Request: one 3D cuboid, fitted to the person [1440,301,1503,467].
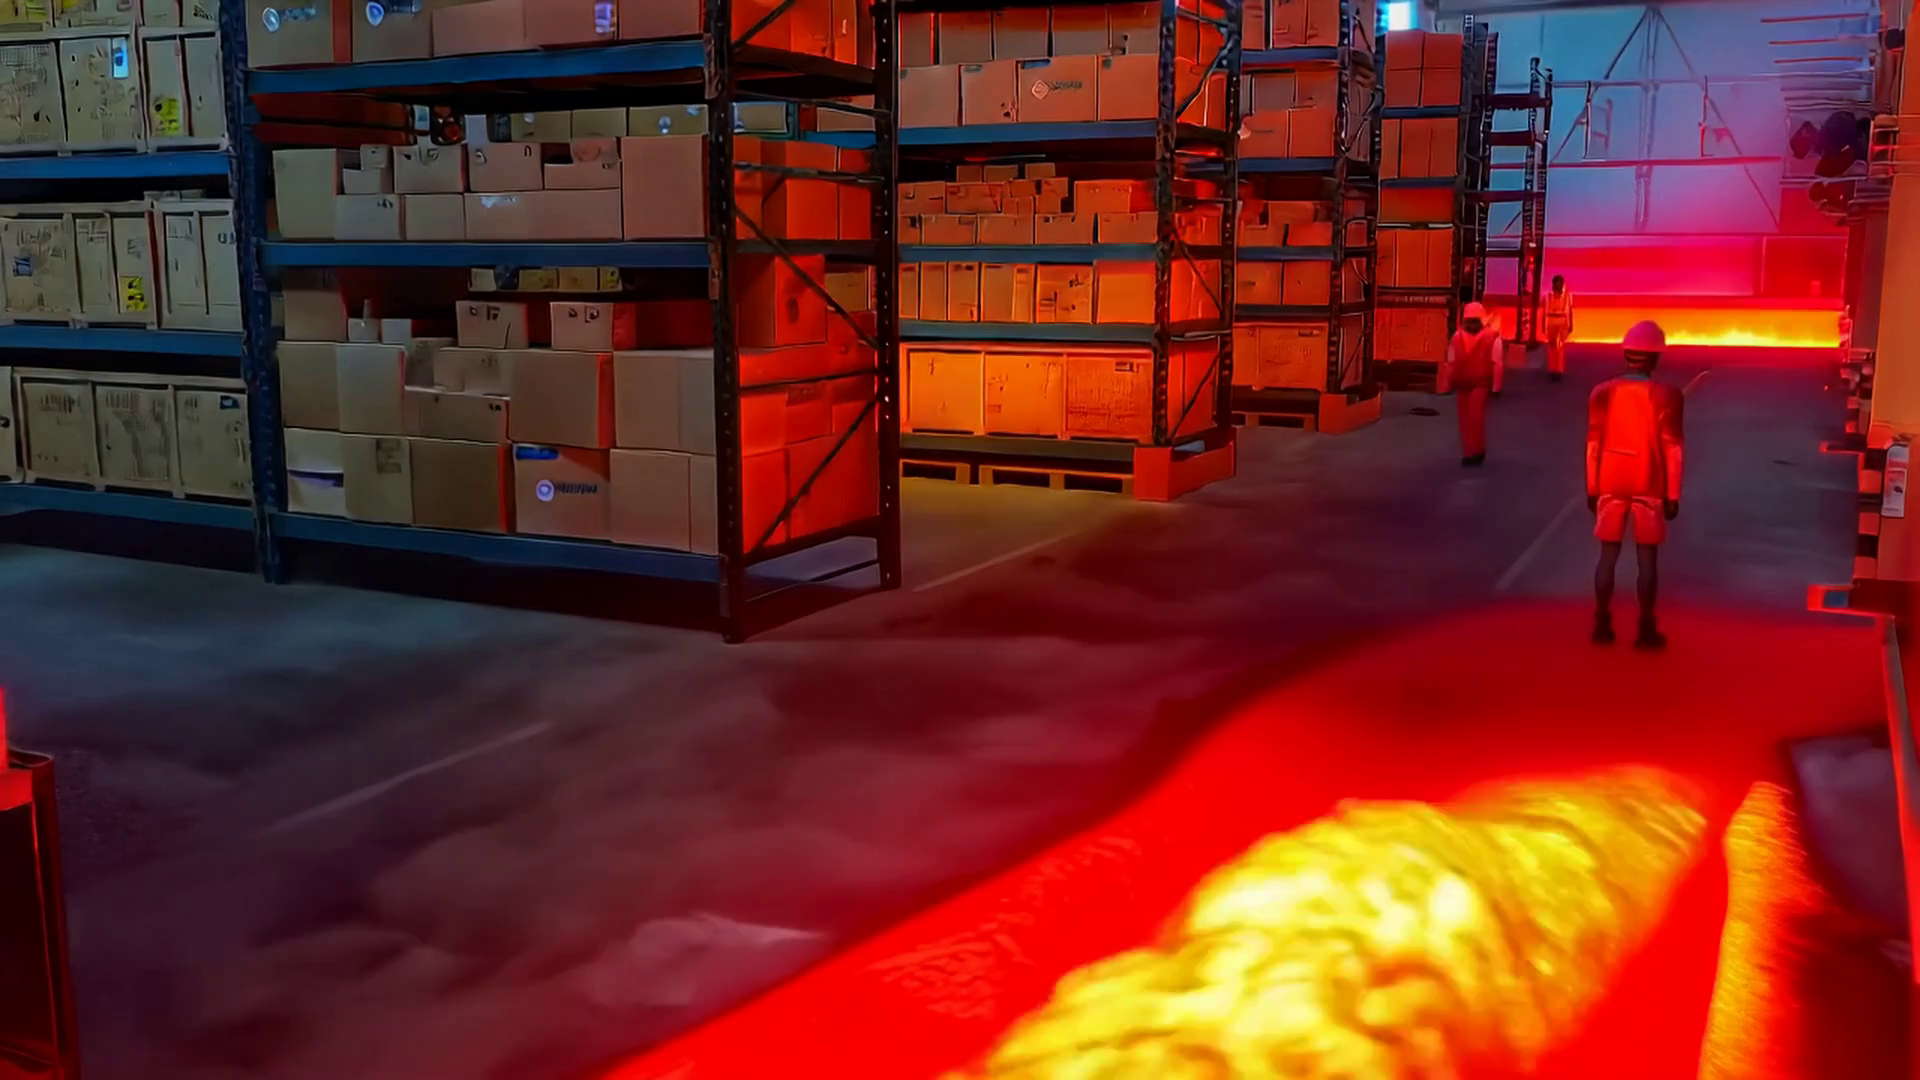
[{"bbox_3d":[5.577,-1.684,18.103,0.435,1.812,0.606,-8,13,-39],"label":"person"}]

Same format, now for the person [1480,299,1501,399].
[{"bbox_3d":[8.358,-3.018,26.448,0.586,1.610,0.567,-3,10,-19],"label":"person"}]

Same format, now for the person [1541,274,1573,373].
[{"bbox_3d":[11.544,-4.168,32.152,0.588,1.916,0.639,4,11,21],"label":"person"}]

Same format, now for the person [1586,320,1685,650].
[{"bbox_3d":[3.980,-0.321,9.826,0.543,1.939,0.360,7,12,36],"label":"person"}]
